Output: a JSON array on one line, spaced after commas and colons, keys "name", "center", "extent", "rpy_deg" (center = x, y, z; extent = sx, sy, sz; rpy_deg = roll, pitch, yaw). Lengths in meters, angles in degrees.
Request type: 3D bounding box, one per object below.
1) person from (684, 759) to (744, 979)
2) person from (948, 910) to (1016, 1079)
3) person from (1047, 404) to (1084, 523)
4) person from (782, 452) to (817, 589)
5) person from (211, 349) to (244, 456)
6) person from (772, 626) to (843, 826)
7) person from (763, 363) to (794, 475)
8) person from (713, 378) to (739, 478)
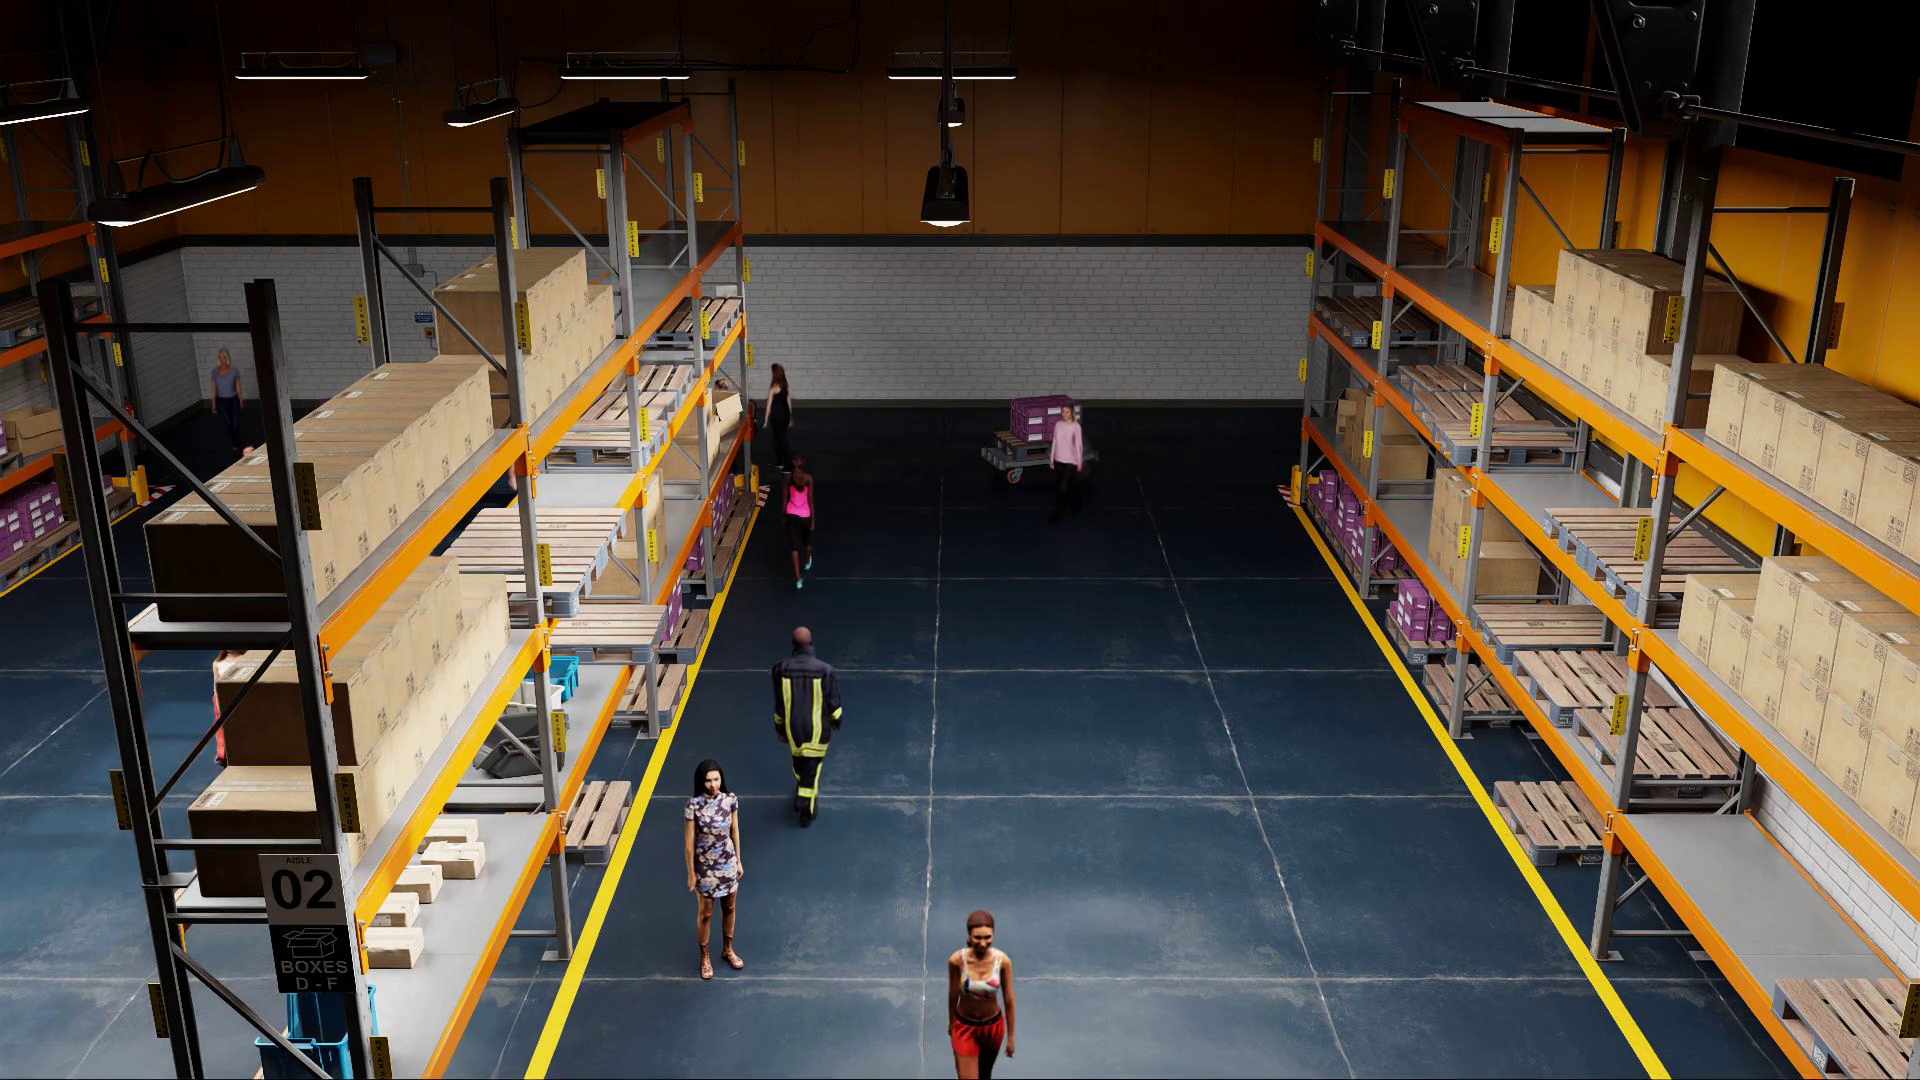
[{"name": "person", "center": [-1.863, 2.477, 12.645], "extent": [0.680, 1.733, 0.685], "rpy_deg": [-11, 21, -29]}, {"name": "person", "center": [0.123, 3.123, 10.718], "extent": [0.600, 1.739, 1.155], "rpy_deg": [-1, 19, -2]}, {"name": "person", "center": [1.546, -1.101, 23.405], "extent": [1.054, 1.646, 1.187], "rpy_deg": [14, 23, 35]}, {"name": "person", "center": [-2.025, -0.221, 20.752], "extent": [0.570, 1.671, 1.075], "rpy_deg": [0, 19, 0]}, {"name": "person", "center": [-11.720, -2.211, 26.651], "extent": [0.728, 1.678, 1.138], "rpy_deg": [-4, 19, -10]}, {"name": "person", "center": [-1.390, 1.681, 14.924], "extent": [0.850, 1.787, 1.118], "rpy_deg": [3, 19, 9]}, {"name": "person", "center": [-2.675, -1.829, 25.443], "extent": [0.872, 1.725, 0.838], "rpy_deg": [13, 23, 35]}, {"name": "person", "center": [-3.448, -1.661, 25.080], "extent": [0.764, 1.639, 0.735], "rpy_deg": [-6, 19, -17]}]
